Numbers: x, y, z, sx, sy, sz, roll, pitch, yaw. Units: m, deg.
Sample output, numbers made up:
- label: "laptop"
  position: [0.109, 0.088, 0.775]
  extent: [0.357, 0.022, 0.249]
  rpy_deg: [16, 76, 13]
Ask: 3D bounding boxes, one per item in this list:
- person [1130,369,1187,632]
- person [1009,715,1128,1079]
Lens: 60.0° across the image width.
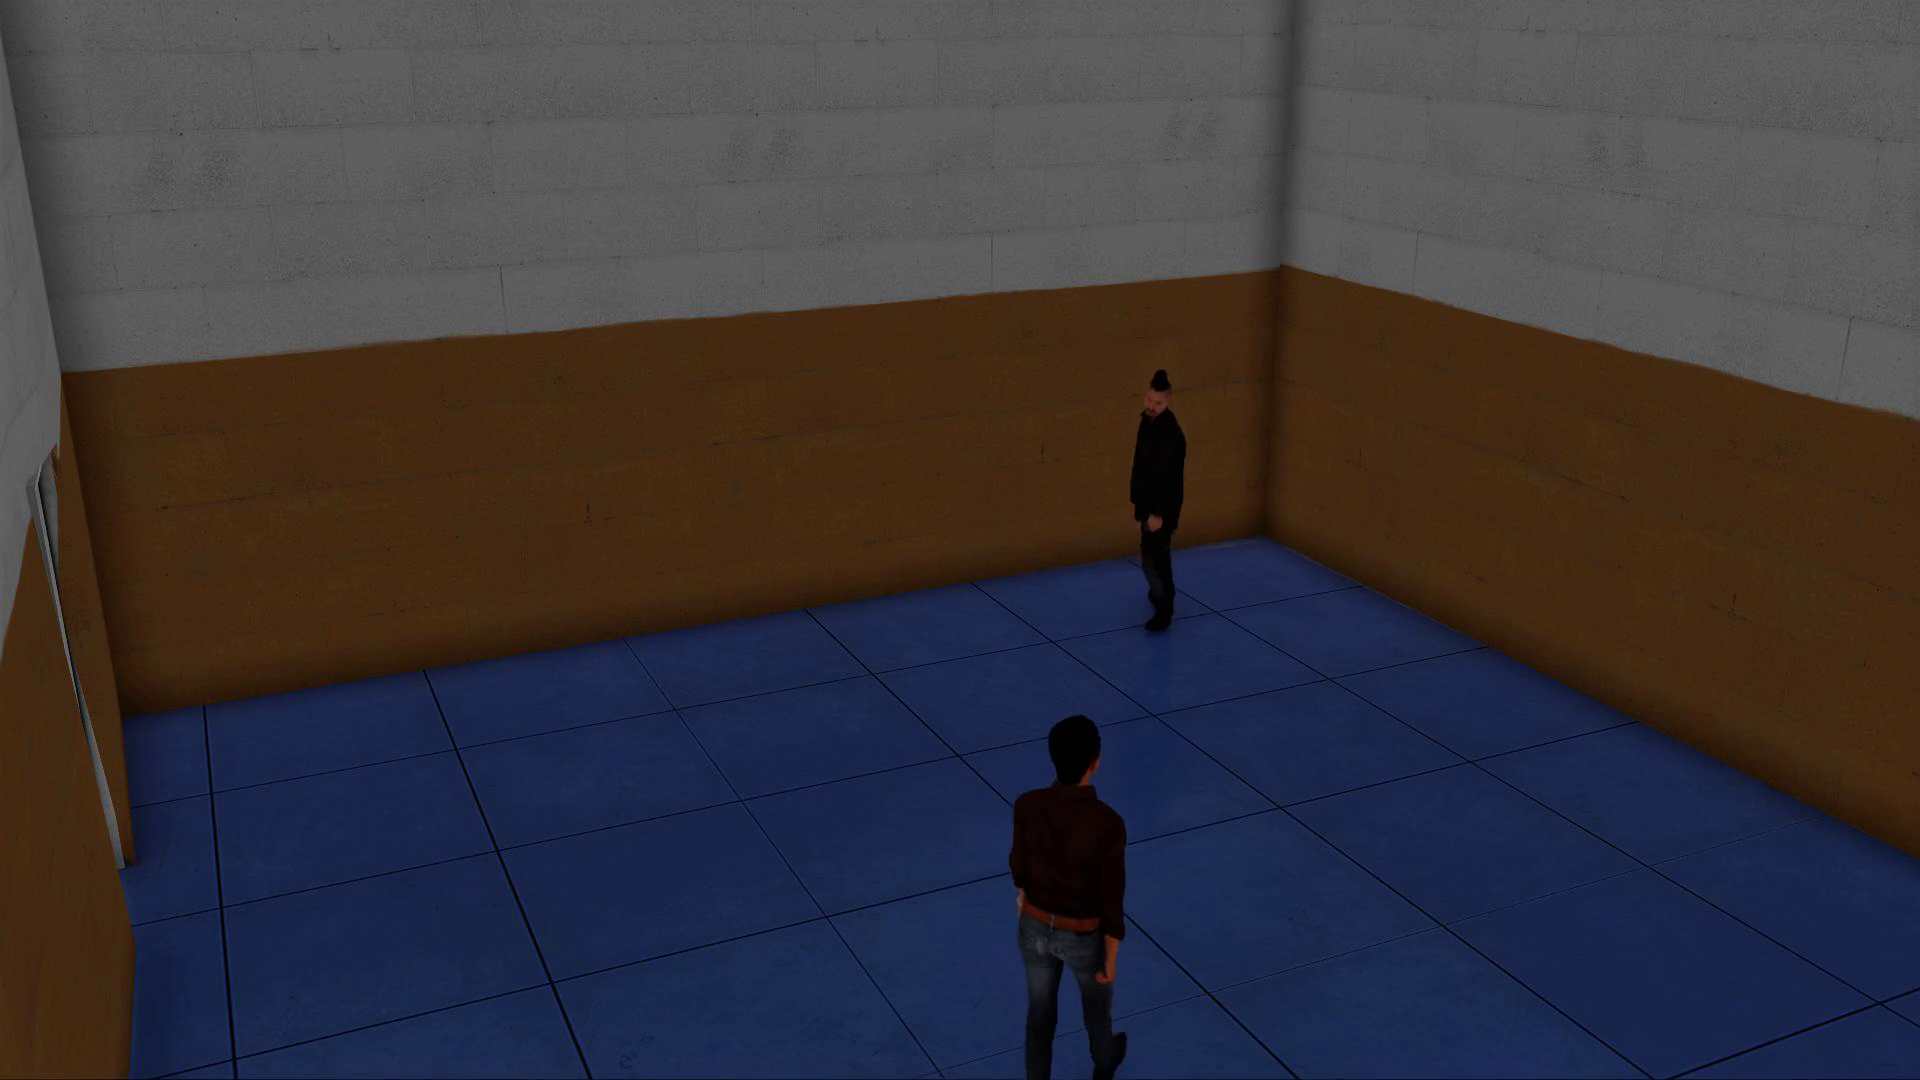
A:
- label: "person"
  position: [1.404, -0.314, 11.530]
  extent: [0.824, 1.843, 0.991]
  rpy_deg: [2, 19, 7]
- label: "person"
  position: [0.354, 1.535, 6.230]
  extent: [1.031, 1.751, 1.098]
  rpy_deg: [7, 20, 19]
